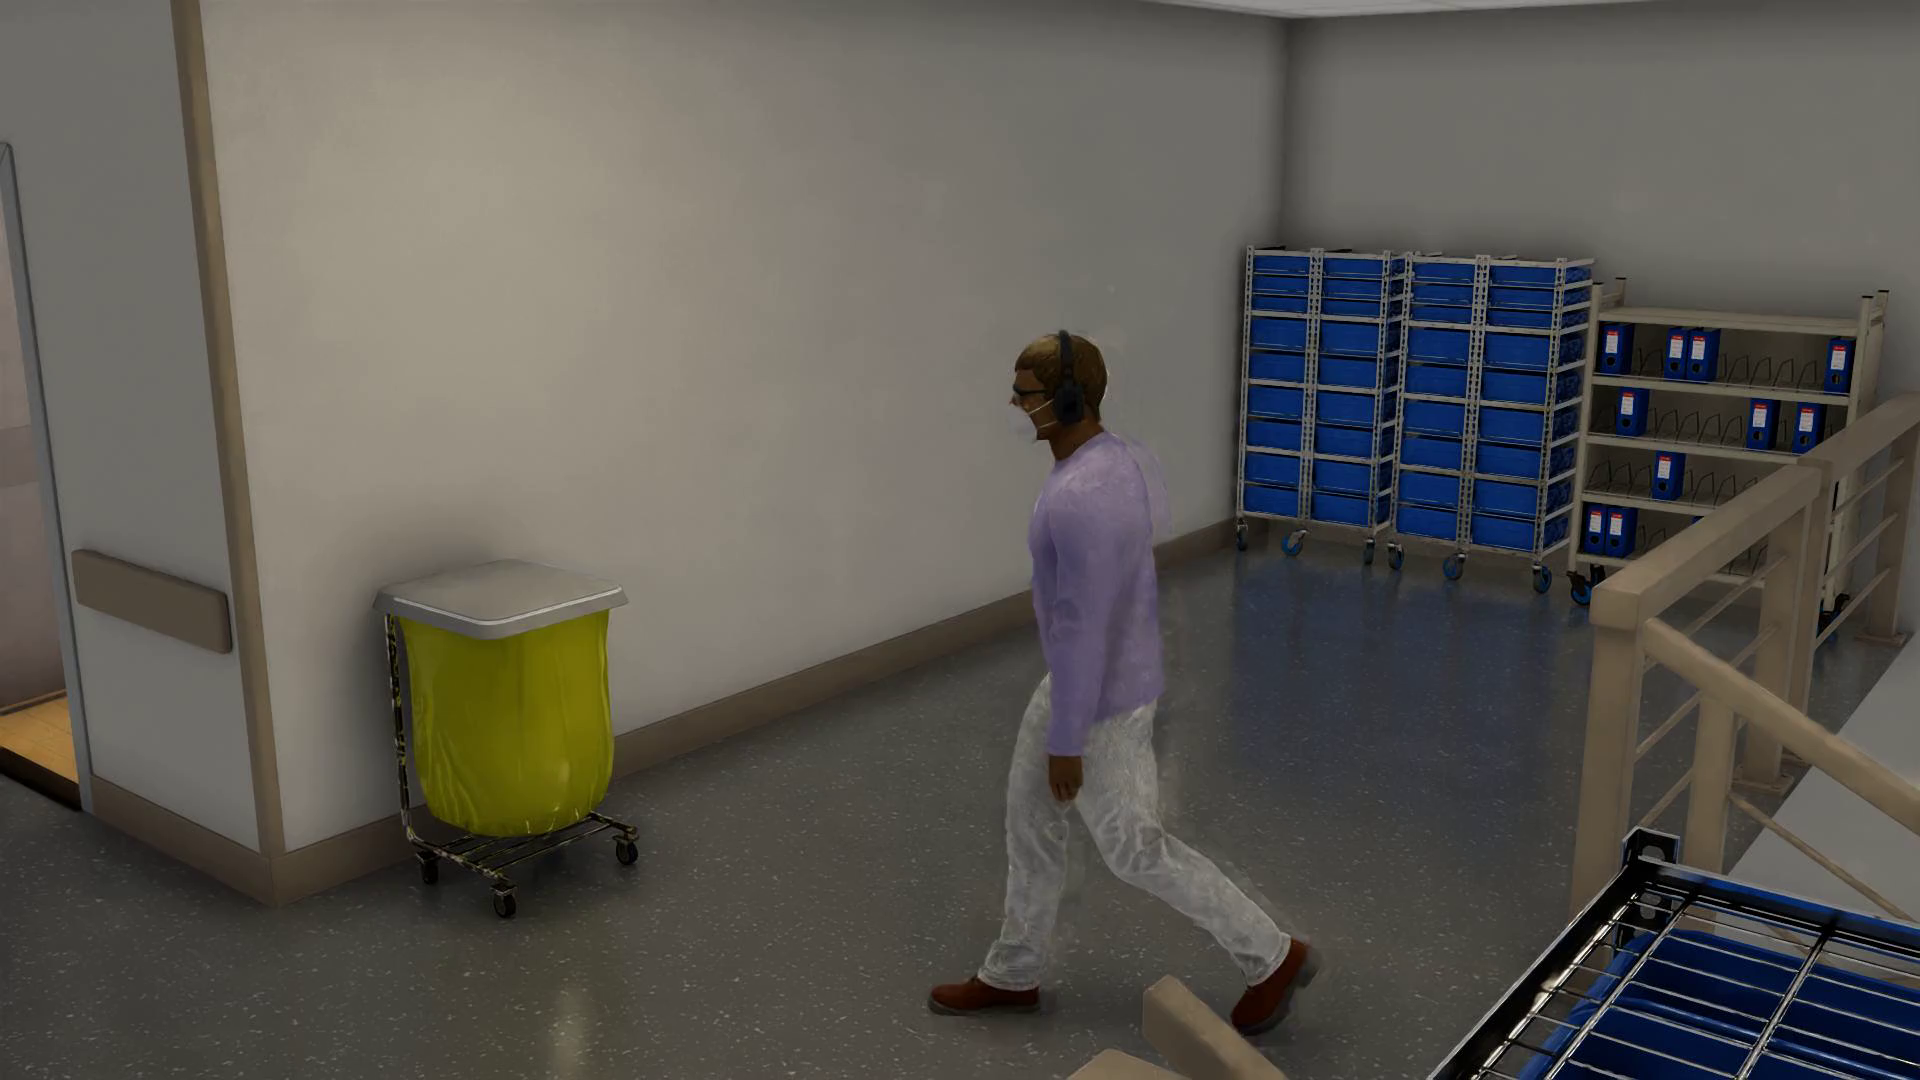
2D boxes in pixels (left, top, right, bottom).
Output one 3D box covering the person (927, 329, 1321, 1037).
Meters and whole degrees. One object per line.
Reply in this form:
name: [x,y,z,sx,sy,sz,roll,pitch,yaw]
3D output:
person: [0.438,0.403,4.275,0.976,1.899,0.643,1,13,4]
